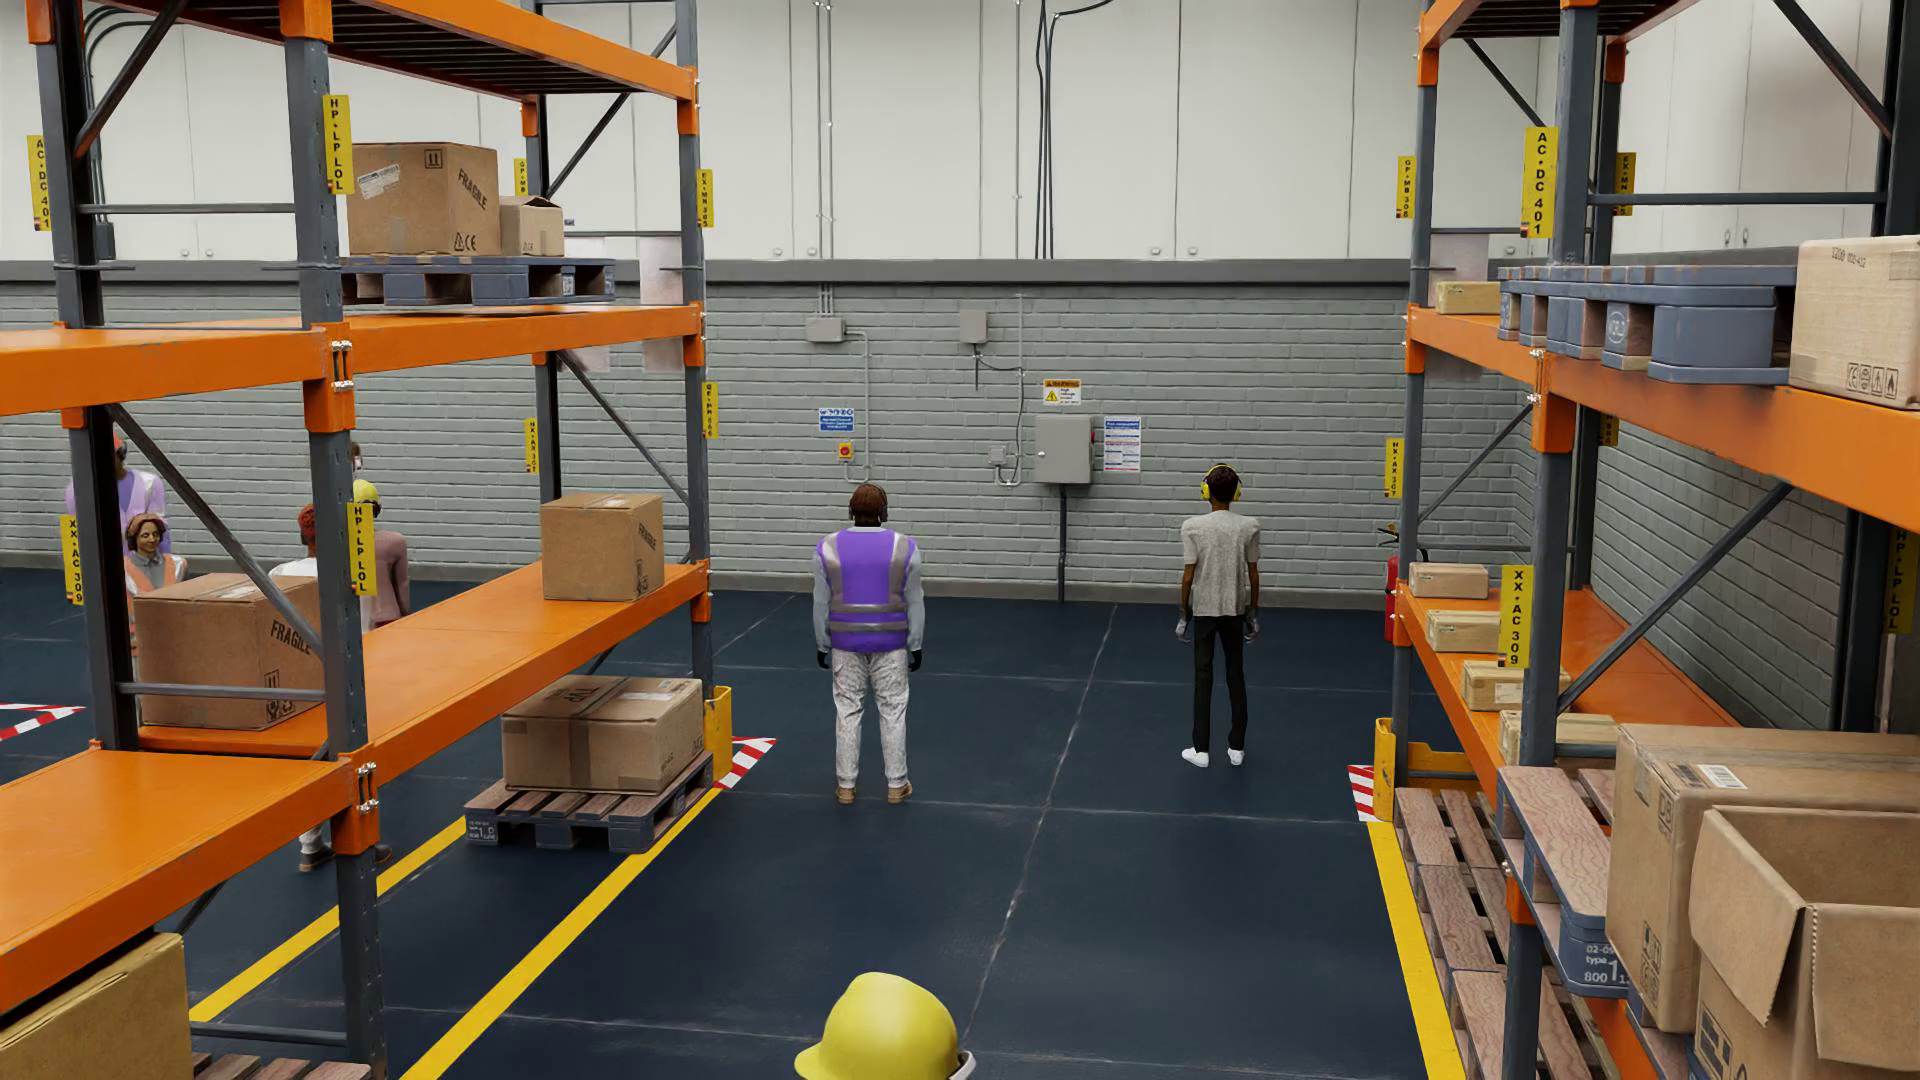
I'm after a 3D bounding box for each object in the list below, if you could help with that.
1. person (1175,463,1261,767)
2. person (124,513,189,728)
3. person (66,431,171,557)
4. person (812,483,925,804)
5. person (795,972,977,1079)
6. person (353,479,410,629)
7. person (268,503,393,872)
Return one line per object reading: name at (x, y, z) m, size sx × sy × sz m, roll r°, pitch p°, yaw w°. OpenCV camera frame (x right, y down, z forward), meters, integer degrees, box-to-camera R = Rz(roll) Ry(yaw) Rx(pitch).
person at (1.579, 0.460, 10.187) m, size 0.528 × 1.871 × 0.323 m, roll -1°, pitch 9°, yaw -8°
person at (-4.716, 0.650, 9.715) m, size 0.310 × 1.642 × 0.514 m, roll 7°, pitch 12°, yaw 37°
person at (-5.649, 0.226, 11.264) m, size 0.744 × 1.993 × 0.588 m, roll 9°, pitch 13°, yaw 43°
person at (-0.514, 0.590, 9.471) m, size 0.635 × 1.842 × 0.429 m, roll 0°, pitch 9°, yaw 1°
person at (-0.122, 1.648, 2.974) m, size 0.404 × 1.833 × 0.588 m, roll 1°, pitch 9°, yaw 8°
person at (-3.627, 0.510, 10.200) m, size 0.526 × 1.768 × 0.315 m, roll -9°, pitch 13°, yaw -43°
person at (-3.182, 0.746, 8.379) m, size 0.577 × 1.882 × 0.349 m, roll 2°, pitch 9°, yaw 12°
